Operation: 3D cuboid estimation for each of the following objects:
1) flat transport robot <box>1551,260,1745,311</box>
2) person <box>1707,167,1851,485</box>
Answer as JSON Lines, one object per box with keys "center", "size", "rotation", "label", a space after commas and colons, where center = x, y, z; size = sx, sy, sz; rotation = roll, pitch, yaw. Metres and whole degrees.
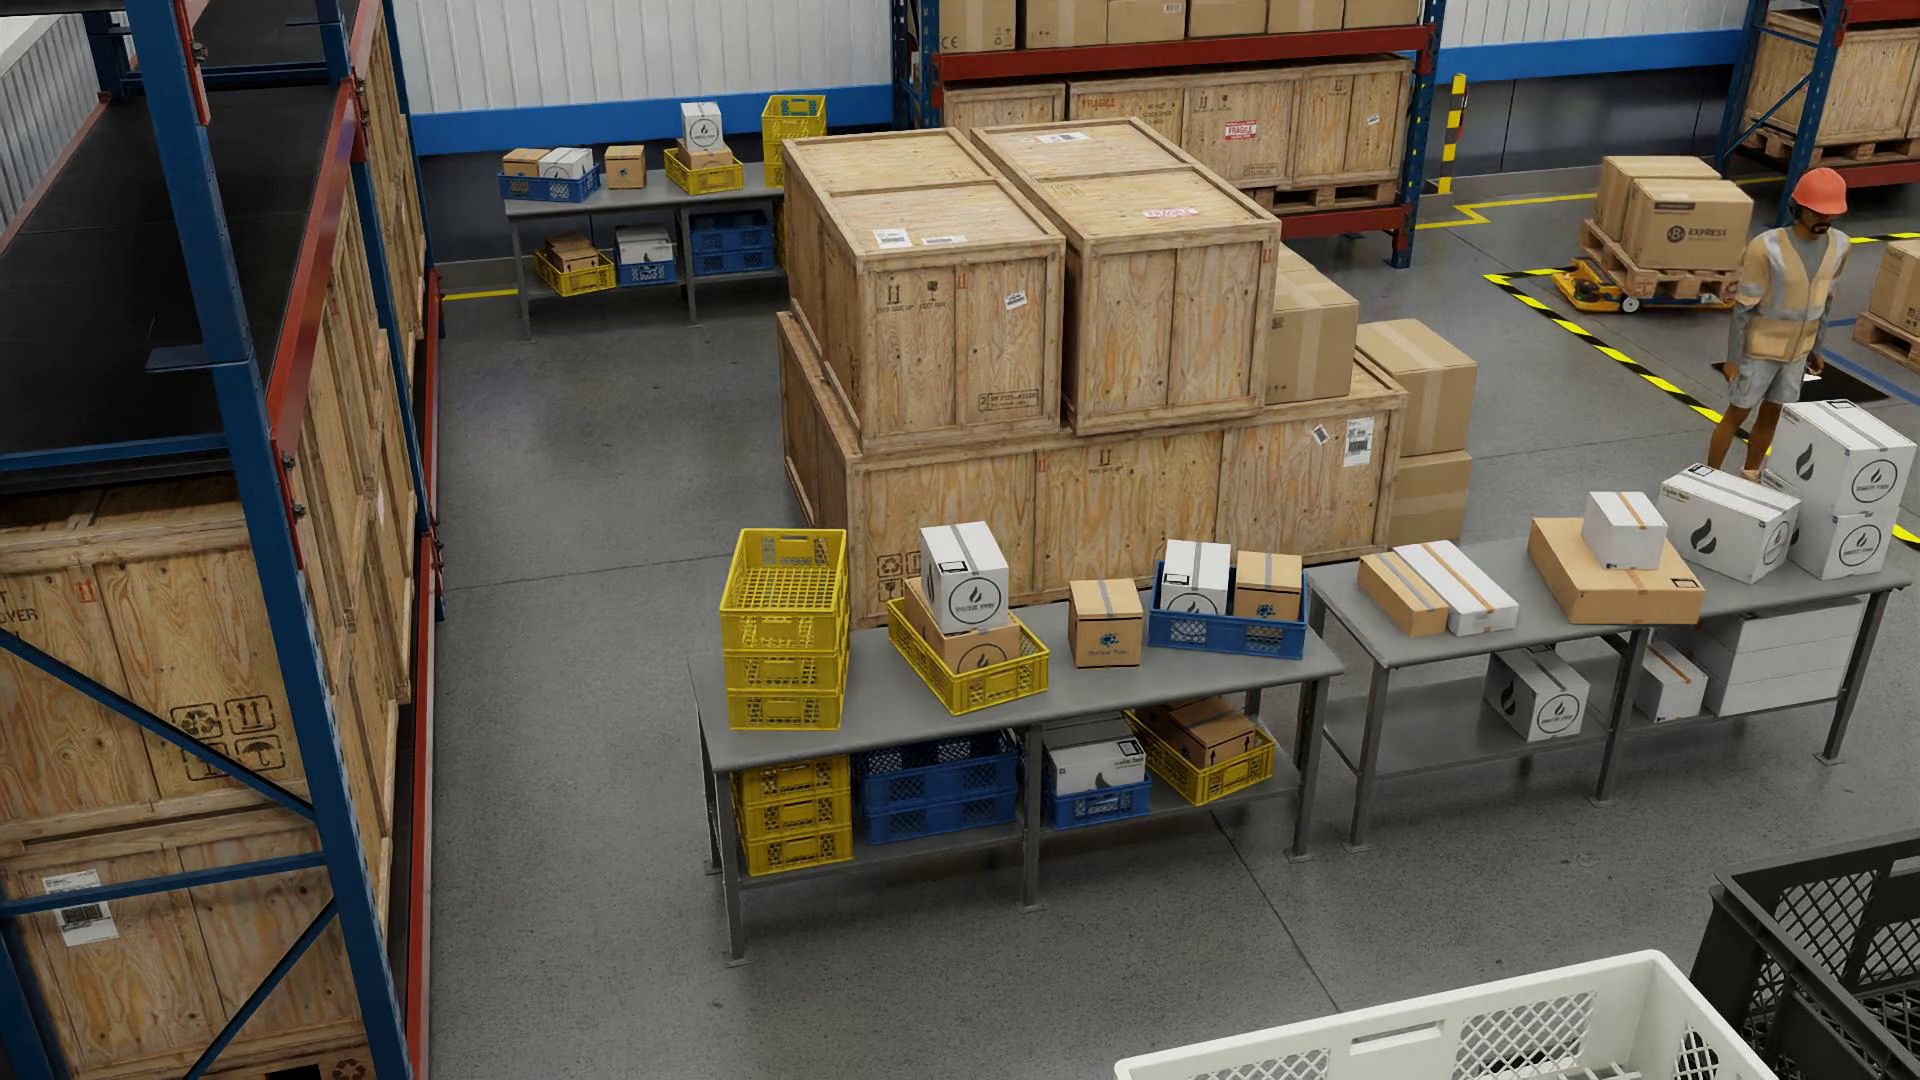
{"center": [5.314, -1.946, 12.620], "size": [1.431, 0.197, 0.652], "rotation": [0, 29, 1], "label": "flat transport robot"}
{"center": [4.540, -1.061, 9.206], "size": [0.611, 2.041, 0.391], "rotation": [-6, 29, -10], "label": "person"}
